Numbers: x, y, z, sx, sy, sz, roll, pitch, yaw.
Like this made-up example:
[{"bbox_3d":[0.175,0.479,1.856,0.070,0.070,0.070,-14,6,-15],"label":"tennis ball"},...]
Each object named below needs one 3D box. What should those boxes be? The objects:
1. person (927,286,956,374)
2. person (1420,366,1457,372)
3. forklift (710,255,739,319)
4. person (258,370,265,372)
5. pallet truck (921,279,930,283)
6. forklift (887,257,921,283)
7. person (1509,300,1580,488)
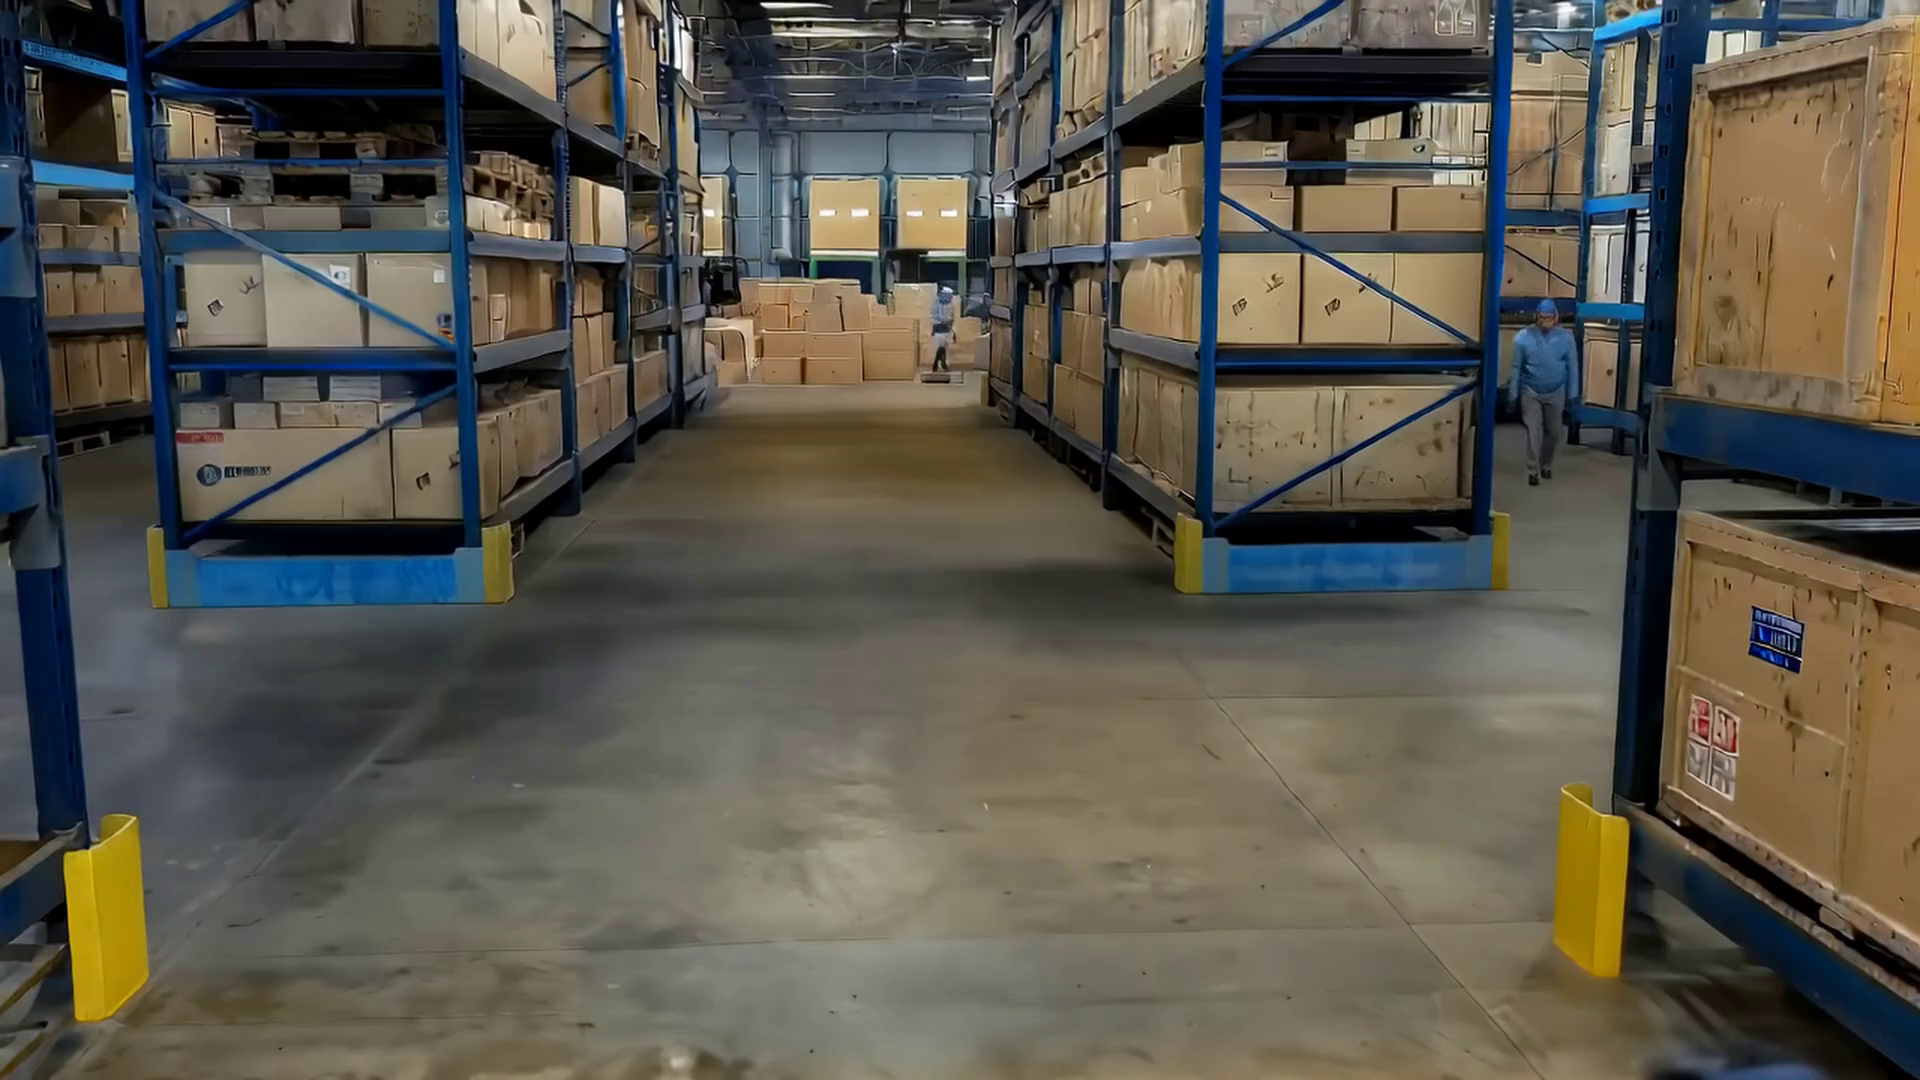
[{"bbox_3d":[-0.368,-4.390,34.984,0.560,1.885,0.772,-8,12,-42],"label":"person"},{"bbox_3d":[4.272,-1.112,15.012,0.320,1.698,0.531,-7,11,-36],"label":"person"},{"bbox_3d":[-8.368,-8.713,59.038,1.129,2.768,1.873,-1,9,-4],"label":"forklift"},{"bbox_3d":[-7.761,-1.842,19.319,0.649,1.786,0.971,0,9,-2],"label":"person"},{"bbox_3d":[-0.932,-8.922,63.114,1.885,1.965,0.823,2,9,13],"label":"pallet truck"},{"bbox_3d":[-1.475,-6.327,44.060,1.129,2.768,1.873,-1,9,-4],"label":"forklift"},{"bbox_3d":[5.927,-1.498,16.898,0.665,1.881,0.900,2,9,13],"label":"person"}]
